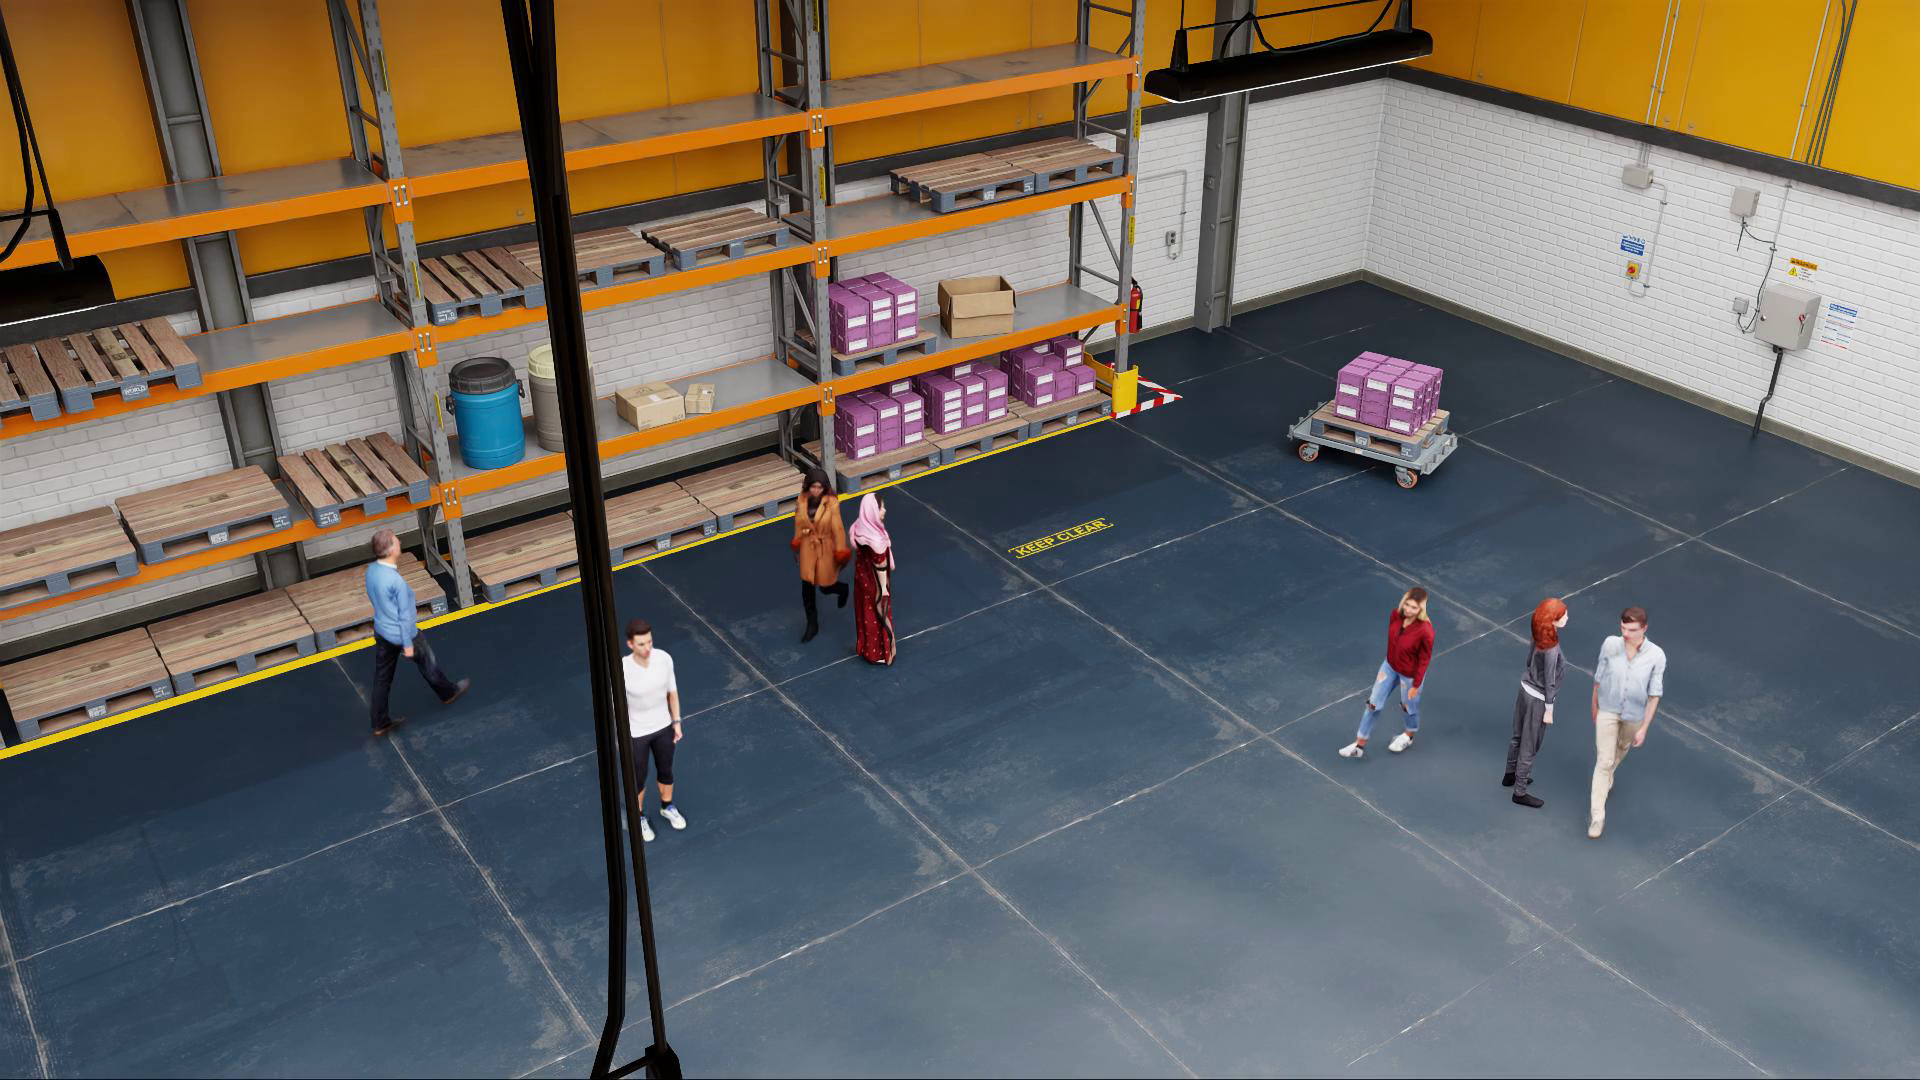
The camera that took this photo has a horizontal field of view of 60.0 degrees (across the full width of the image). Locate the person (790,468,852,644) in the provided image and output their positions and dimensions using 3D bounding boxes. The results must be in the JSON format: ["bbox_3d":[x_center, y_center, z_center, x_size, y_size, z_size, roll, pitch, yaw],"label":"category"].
[{"bbox_3d":[-1.205,0.092,14.903,0.980,1.707,1.064,18,34,30],"label":"person"}]

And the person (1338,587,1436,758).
[{"bbox_3d":[3.597,1.047,13.273,0.958,1.593,0.613,-17,33,-28],"label":"person"}]

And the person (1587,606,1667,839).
[{"bbox_3d":[5.057,1.279,12.643,1.088,1.789,1.310,12,31,21],"label":"person"}]

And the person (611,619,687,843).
[{"bbox_3d":[-2.329,1.387,12.384,0.468,1.847,0.707,-18,33,-29],"label":"person"}]

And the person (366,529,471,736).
[{"bbox_3d":[-4.670,0.782,13.577,0.922,1.767,1.242,20,35,32],"label":"person"}]

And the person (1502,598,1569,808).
[{"bbox_3d":[4.422,1.221,12.758,0.677,1.780,0.654,0,29,0],"label":"person"}]

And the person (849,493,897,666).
[{"bbox_3d":[-0.764,0.330,14.541,0.658,1.636,0.701,-12,31,-21],"label":"person"}]
